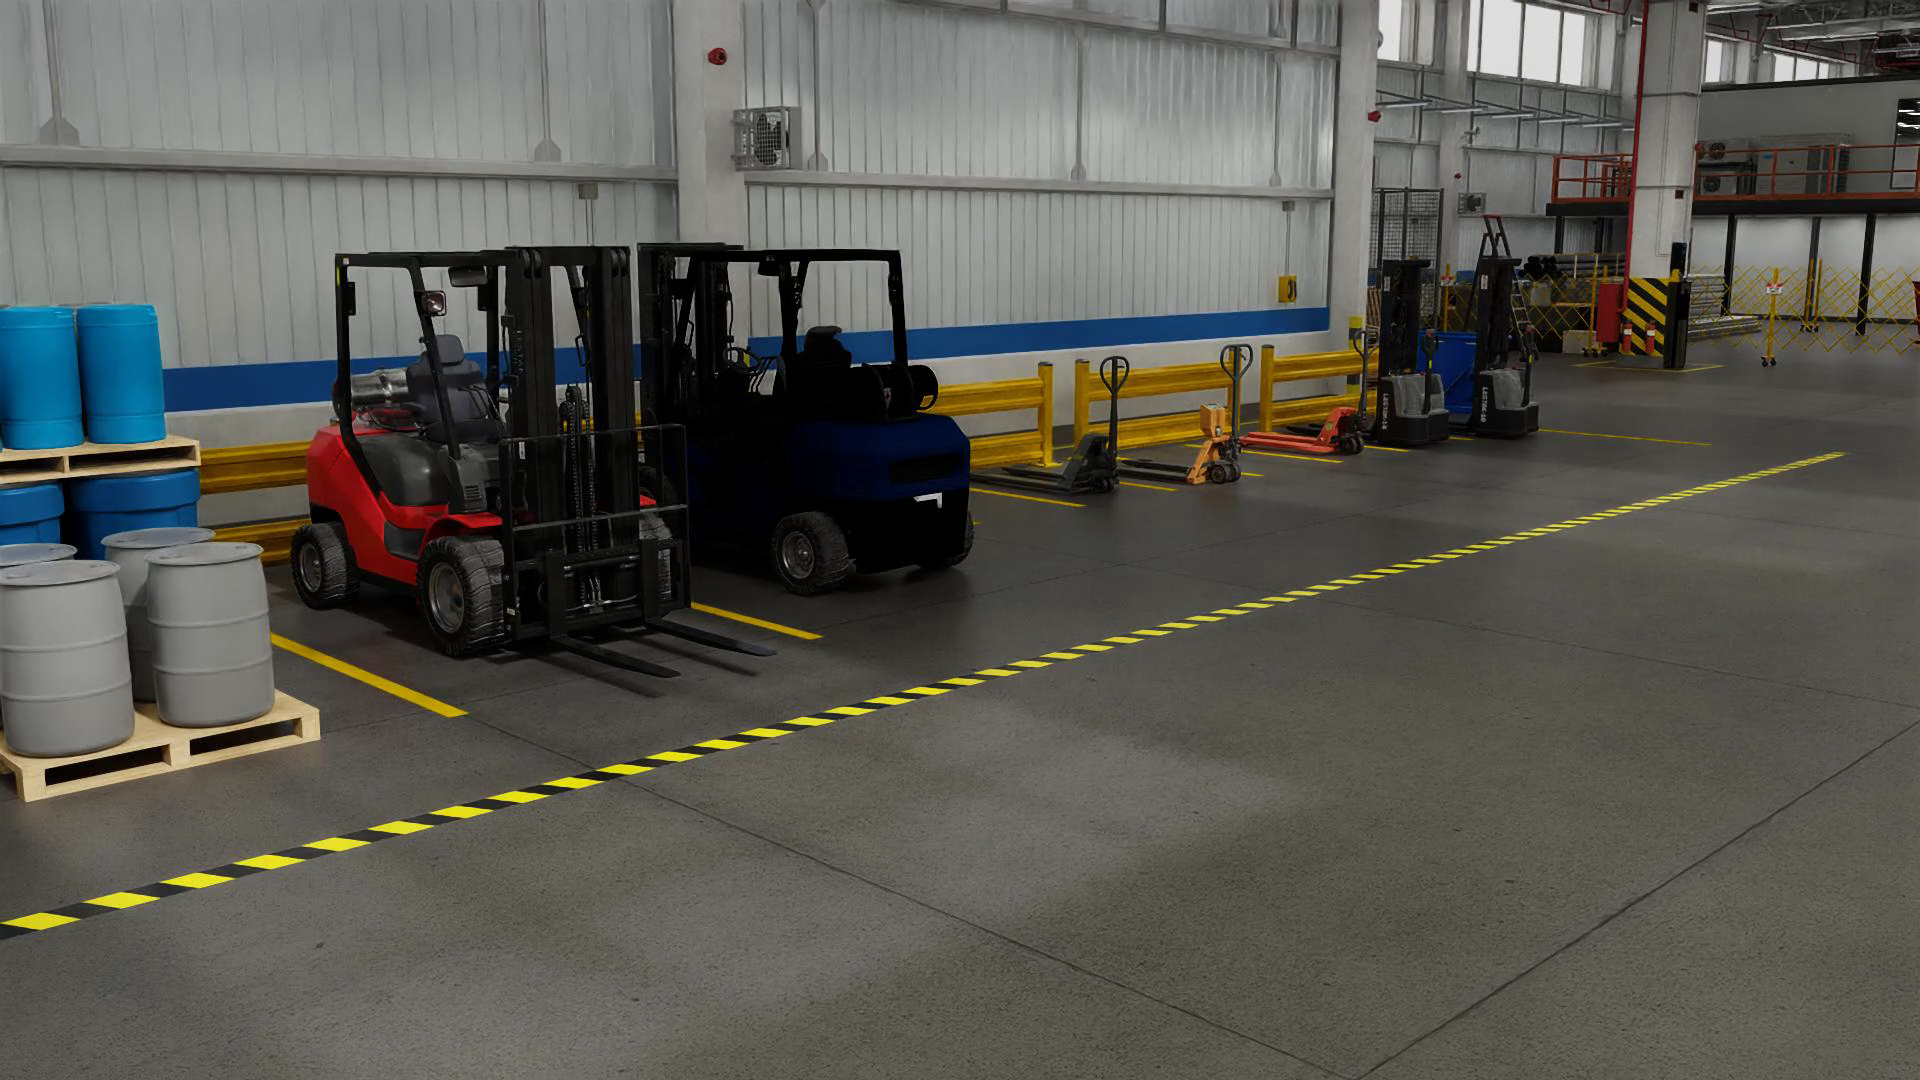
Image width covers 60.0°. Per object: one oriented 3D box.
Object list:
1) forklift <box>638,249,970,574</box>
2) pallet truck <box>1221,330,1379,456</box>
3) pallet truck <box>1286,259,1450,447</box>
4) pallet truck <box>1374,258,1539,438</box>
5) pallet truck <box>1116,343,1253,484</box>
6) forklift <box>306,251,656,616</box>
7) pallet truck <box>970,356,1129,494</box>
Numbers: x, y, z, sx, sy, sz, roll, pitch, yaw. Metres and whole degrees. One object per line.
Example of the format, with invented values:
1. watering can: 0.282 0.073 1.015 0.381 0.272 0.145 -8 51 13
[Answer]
1. forklift: -1.173 -0.958 11.239 2.680 1.987 1.157 10 14 43
2. pallet truck: 3.563 -1.581 17.381 0.653 1.274 1.630 -10 14 -44
3. pallet truck: 4.493 -2.078 18.196 0.823 1.965 1.885 -9 14 -40
4. pallet truck: 5.704 -2.208 18.901 1.885 1.965 0.823 10 14 43
5. pallet truck: 1.962 -1.215 15.415 1.522 1.261 0.704 10 14 43
6. forklift: -2.833 -0.669 9.694 1.157 1.987 2.680 -10 14 -44
7. pallet truck: 0.784 -1.085 14.876 0.680 1.201 1.601 -10 14 -44
